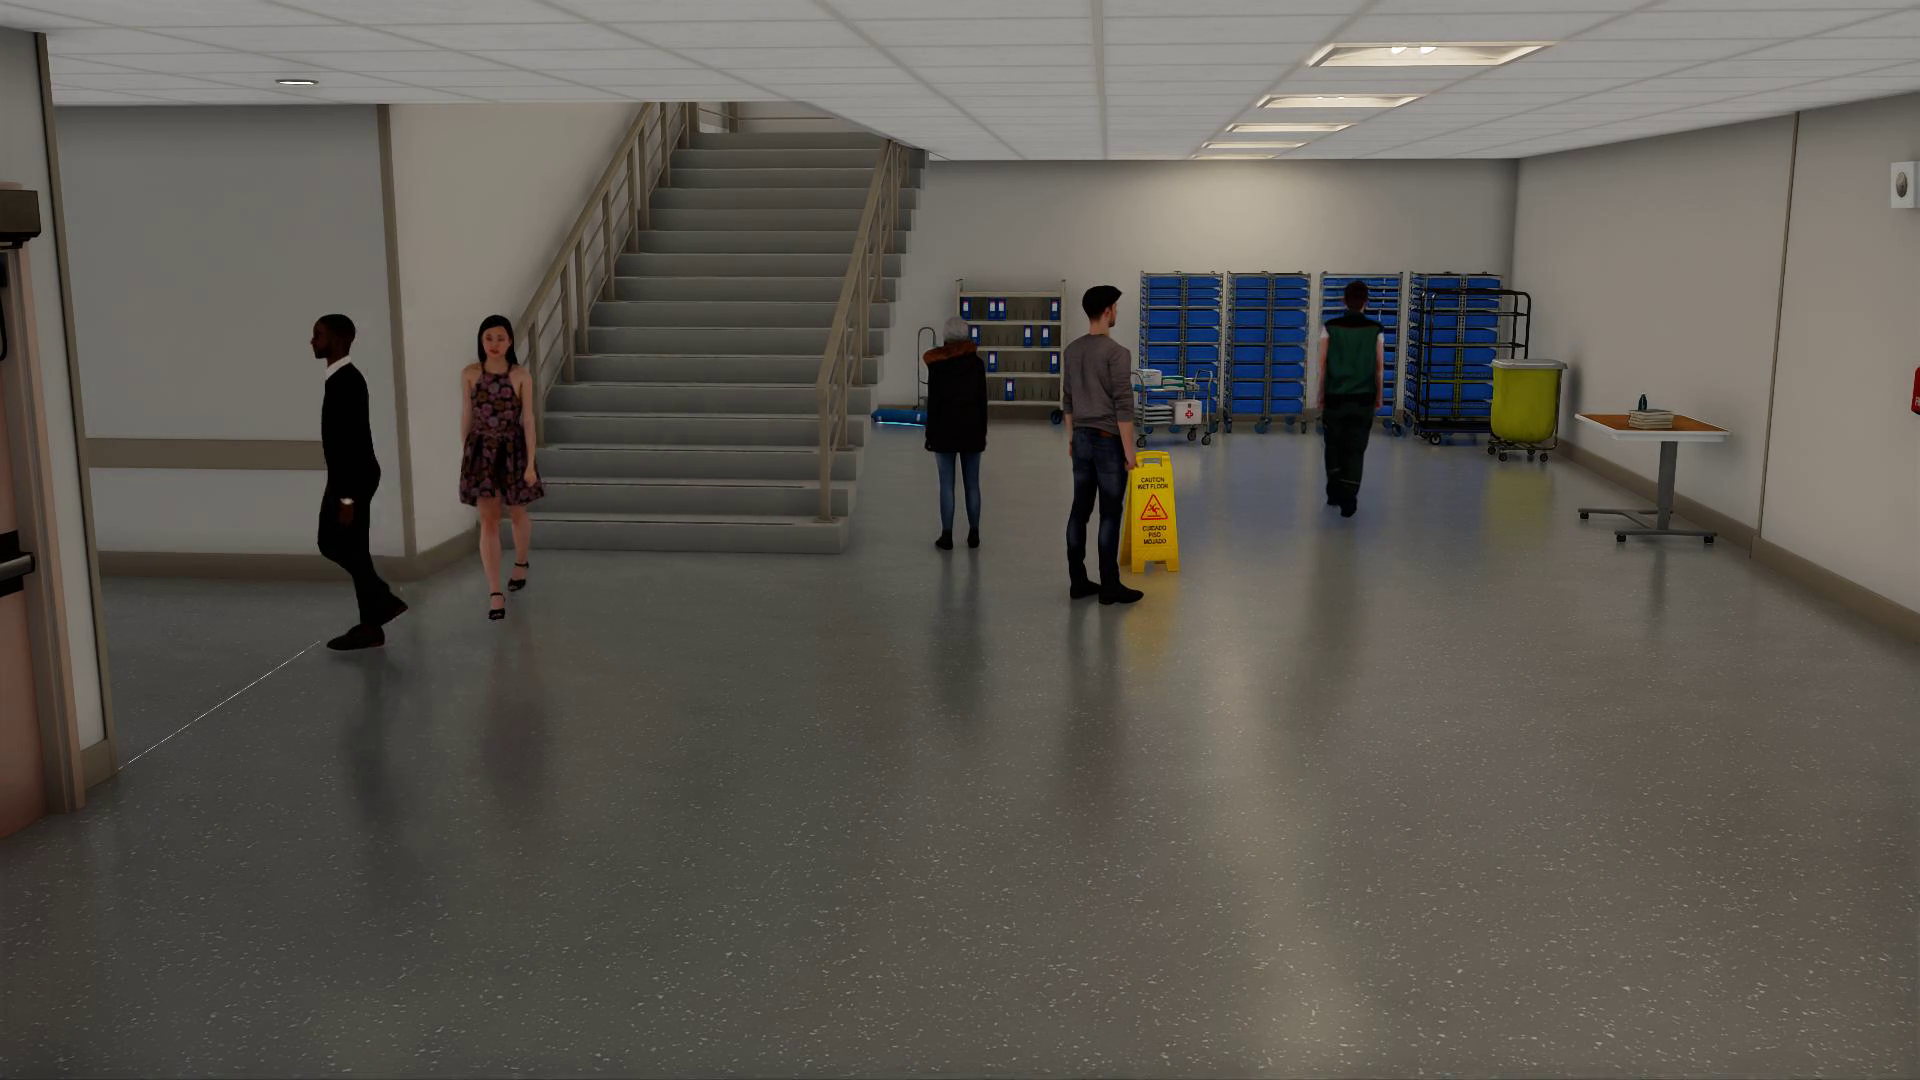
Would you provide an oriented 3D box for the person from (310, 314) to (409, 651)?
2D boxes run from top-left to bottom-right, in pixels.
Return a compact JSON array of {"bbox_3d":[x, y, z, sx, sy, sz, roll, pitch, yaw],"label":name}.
[{"bbox_3d":[-3.152,-0.302,8.892,0.860,1.793,0.769,-5,12,-23],"label":"person"}]

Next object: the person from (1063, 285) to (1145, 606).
[{"bbox_3d":[0.836,-0.578,10.049,0.818,1.905,0.769,-10,14,-42],"label":"person"}]

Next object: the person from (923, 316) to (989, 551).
[{"bbox_3d":[-0.016,-0.758,11.714,0.710,1.636,0.714,-3,11,-14],"label":"person"}]

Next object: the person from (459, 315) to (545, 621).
[{"bbox_3d":[-2.659,-0.408,9.683,0.803,1.707,1.256,-1,11,-6],"label":"person"}]

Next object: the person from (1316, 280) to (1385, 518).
[{"bbox_3d":[3.023,-1.091,12.947,0.719,1.831,0.733,3,11,16],"label":"person"}]
